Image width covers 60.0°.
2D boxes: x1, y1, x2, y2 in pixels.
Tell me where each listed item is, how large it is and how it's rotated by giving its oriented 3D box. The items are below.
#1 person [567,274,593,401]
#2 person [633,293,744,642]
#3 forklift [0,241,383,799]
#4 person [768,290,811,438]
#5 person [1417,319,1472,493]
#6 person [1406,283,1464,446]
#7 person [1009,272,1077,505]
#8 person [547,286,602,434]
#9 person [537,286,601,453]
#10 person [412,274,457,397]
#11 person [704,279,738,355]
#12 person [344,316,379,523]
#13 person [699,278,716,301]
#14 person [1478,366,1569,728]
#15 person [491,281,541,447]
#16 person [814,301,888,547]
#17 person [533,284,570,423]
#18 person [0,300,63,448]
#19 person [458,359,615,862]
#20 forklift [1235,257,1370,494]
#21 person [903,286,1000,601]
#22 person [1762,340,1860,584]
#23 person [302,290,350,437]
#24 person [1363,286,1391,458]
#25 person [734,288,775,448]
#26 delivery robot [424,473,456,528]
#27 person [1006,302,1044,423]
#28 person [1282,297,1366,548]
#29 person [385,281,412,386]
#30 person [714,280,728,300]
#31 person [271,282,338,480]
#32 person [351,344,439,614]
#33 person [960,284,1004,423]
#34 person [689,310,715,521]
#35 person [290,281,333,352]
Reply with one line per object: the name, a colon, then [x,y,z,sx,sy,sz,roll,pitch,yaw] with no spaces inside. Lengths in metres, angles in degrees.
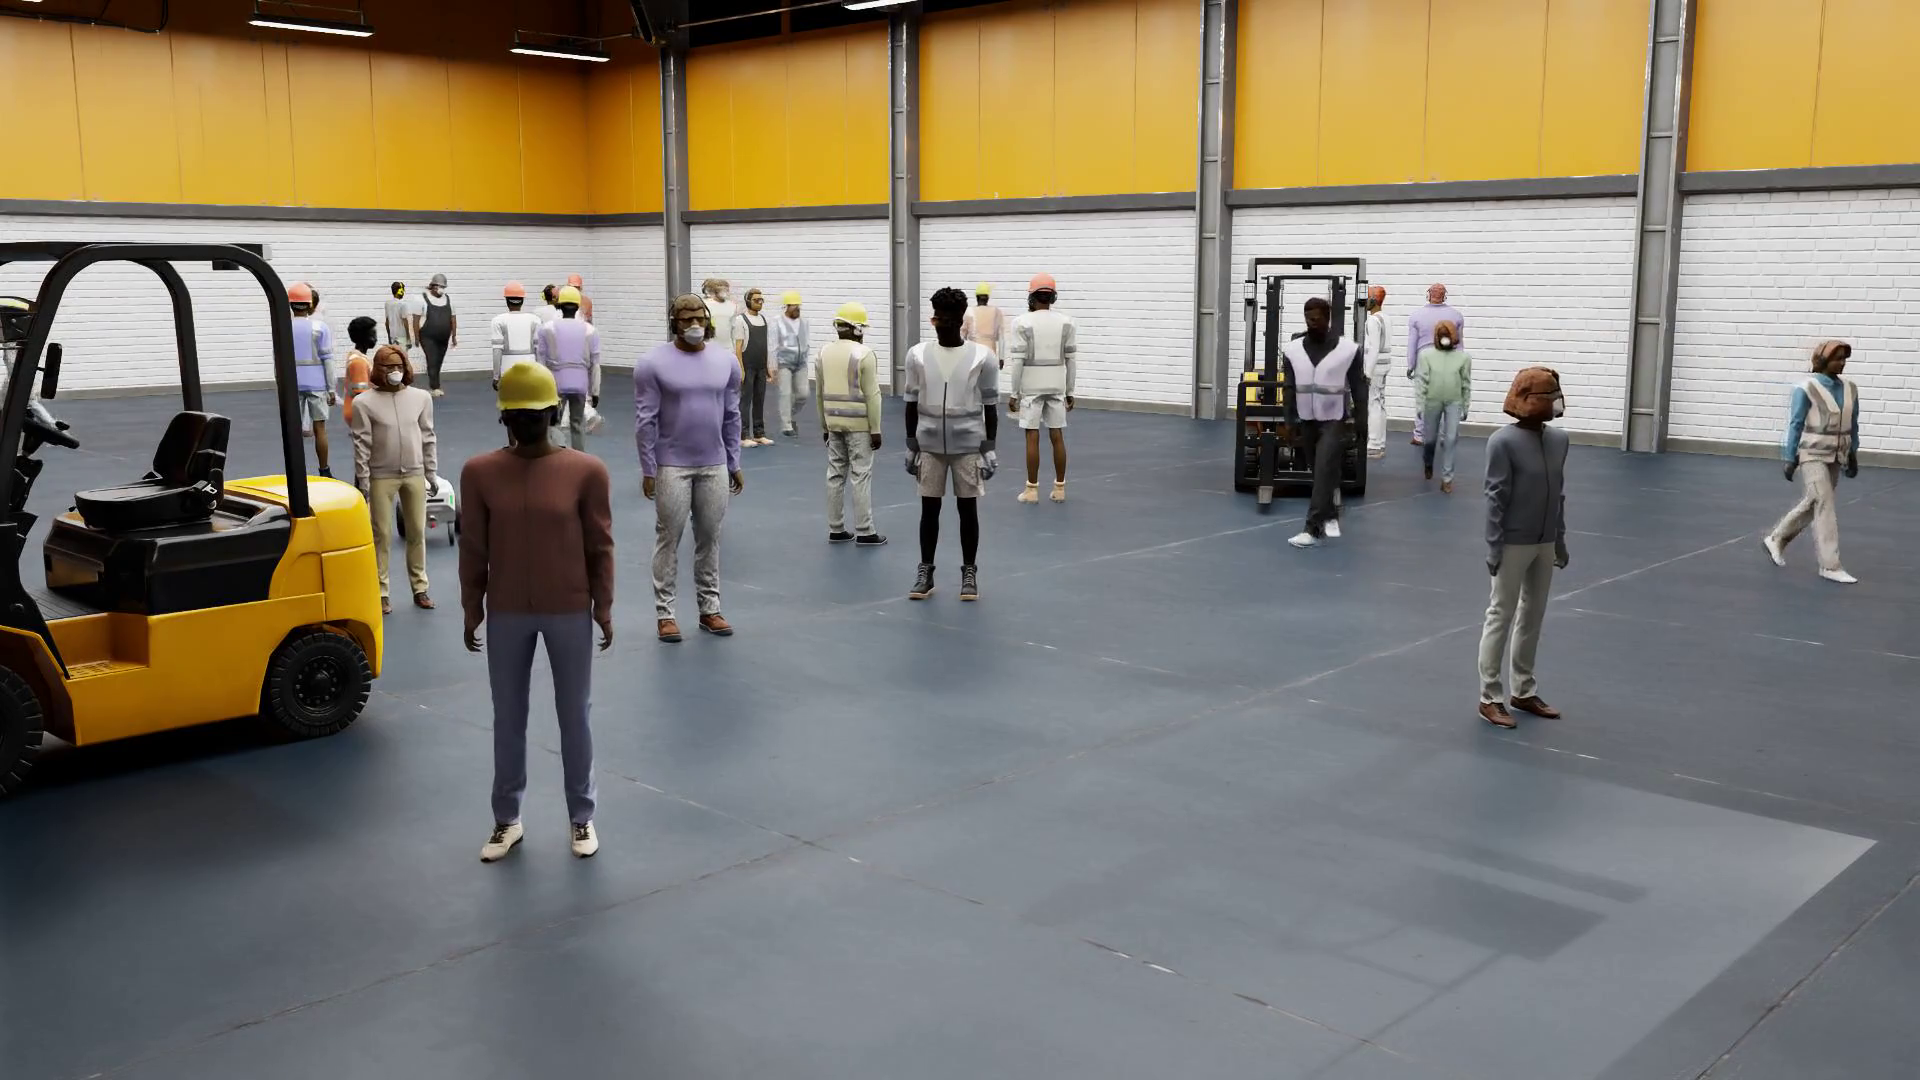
person: [-6.013,-3.163,26.049,0.623,1.990,0.391,-7,11,-35]
person: [-1.503,-0.409,9.334,0.629,1.939,0.374,-5,11,-30]
forklift: [-3.706,-0.171,7.093,1.214,2.155,2.313,9,13,43]
person: [-2.084,-2.151,20.393,0.605,1.820,0.449,-7,12,-38]
person: [4.522,-1.267,15.579,0.504,1.605,0.608,2,9,10]
person: [5.555,-2.050,19.495,0.647,1.908,0.409,1,9,6]
person: [0.716,-1.332,14.671,0.614,2.041,0.389,-3,10,-18]
person: [-4.826,-2.231,20.746,0.813,1.865,0.595,3,10,18]
person: [-3.761,-1.482,15.986,0.633,1.910,0.670,-4,10,-25]
person: [-8.478,-3.334,26.956,0.904,2.000,0.698,9,13,43]
person: [-3.292,-2.640,23.087,0.662,1.917,0.742,-7,12,-36]
person: [-4.880,-0.987,13.631,0.317,1.692,0.543,-3,10,-17]
person: [-3.581,-2.777,23.869,0.627,1.934,0.371,-4,10,-22]
person: [2.581,0.036,7.585,0.511,1.643,0.339,-6,11,-31]
person: [-4.750,-1.797,17.843,0.552,1.935,0.366,-5,11,-30]
person: [-0.805,-0.861,12.436,0.587,1.830,0.403,7,12,37]
person: [-5.447,-2.490,22.301,0.518,1.874,0.330,-1,9,-8]
person: [-10.794,-1.893,19.101,0.785,1.714,0.495,0,9,0]
person: [-1.474,0.254,5.804,0.533,1.765,0.330,-1,9,-6]
forklift: [3.309,-1.629,16.029,1.214,2.155,2.313,2,9,11]
person: [-0.059,-0.596,10.401,0.608,1.962,0.374,2,9,11]
person: [5.782,-0.557,11.242,0.518,1.608,0.820,-4,10,-21]
person: [-7.836,-2.166,20.448,0.889,1.842,0.537,-1,9,-6]
person: [4.556,-1.843,18.292,0.340,1.882,0.585,5,10,27]
person: [-2.397,-2.002,19.385,0.345,1.847,0.508,7,12,37]
delivery robot: [-4.047,-0.315,12.699,0.477,0.478,0.707,-3,10,-19]
person: [0.992,-2.403,22.393,0.581,1.681,0.544,9,13,44]
person: [2.759,-0.899,12.582,0.593,1.869,0.943,6,11,34]
person: [-9.264,-3.334,27.501,0.515,1.865,0.329,5,11,29]
person: [-4.002,-3.207,26.639,0.785,1.881,0.673,3,10,17]
person: [-6.214,-1.466,15.800,0.552,1.942,0.343,-1,9,-6]
person: [-3.403,-0.368,10.047,0.494,1.624,0.279,-8,12,-39]
person: [0.303,-2.540,22.628,0.591,1.867,1.043,-3,10,-18]
person: [-2.068,-0.984,13.393,0.546,1.752,0.492,-4,10,-21]
person: [-9.904,-2.993,25.323,0.664,1.887,0.464,-2,9,-12]
